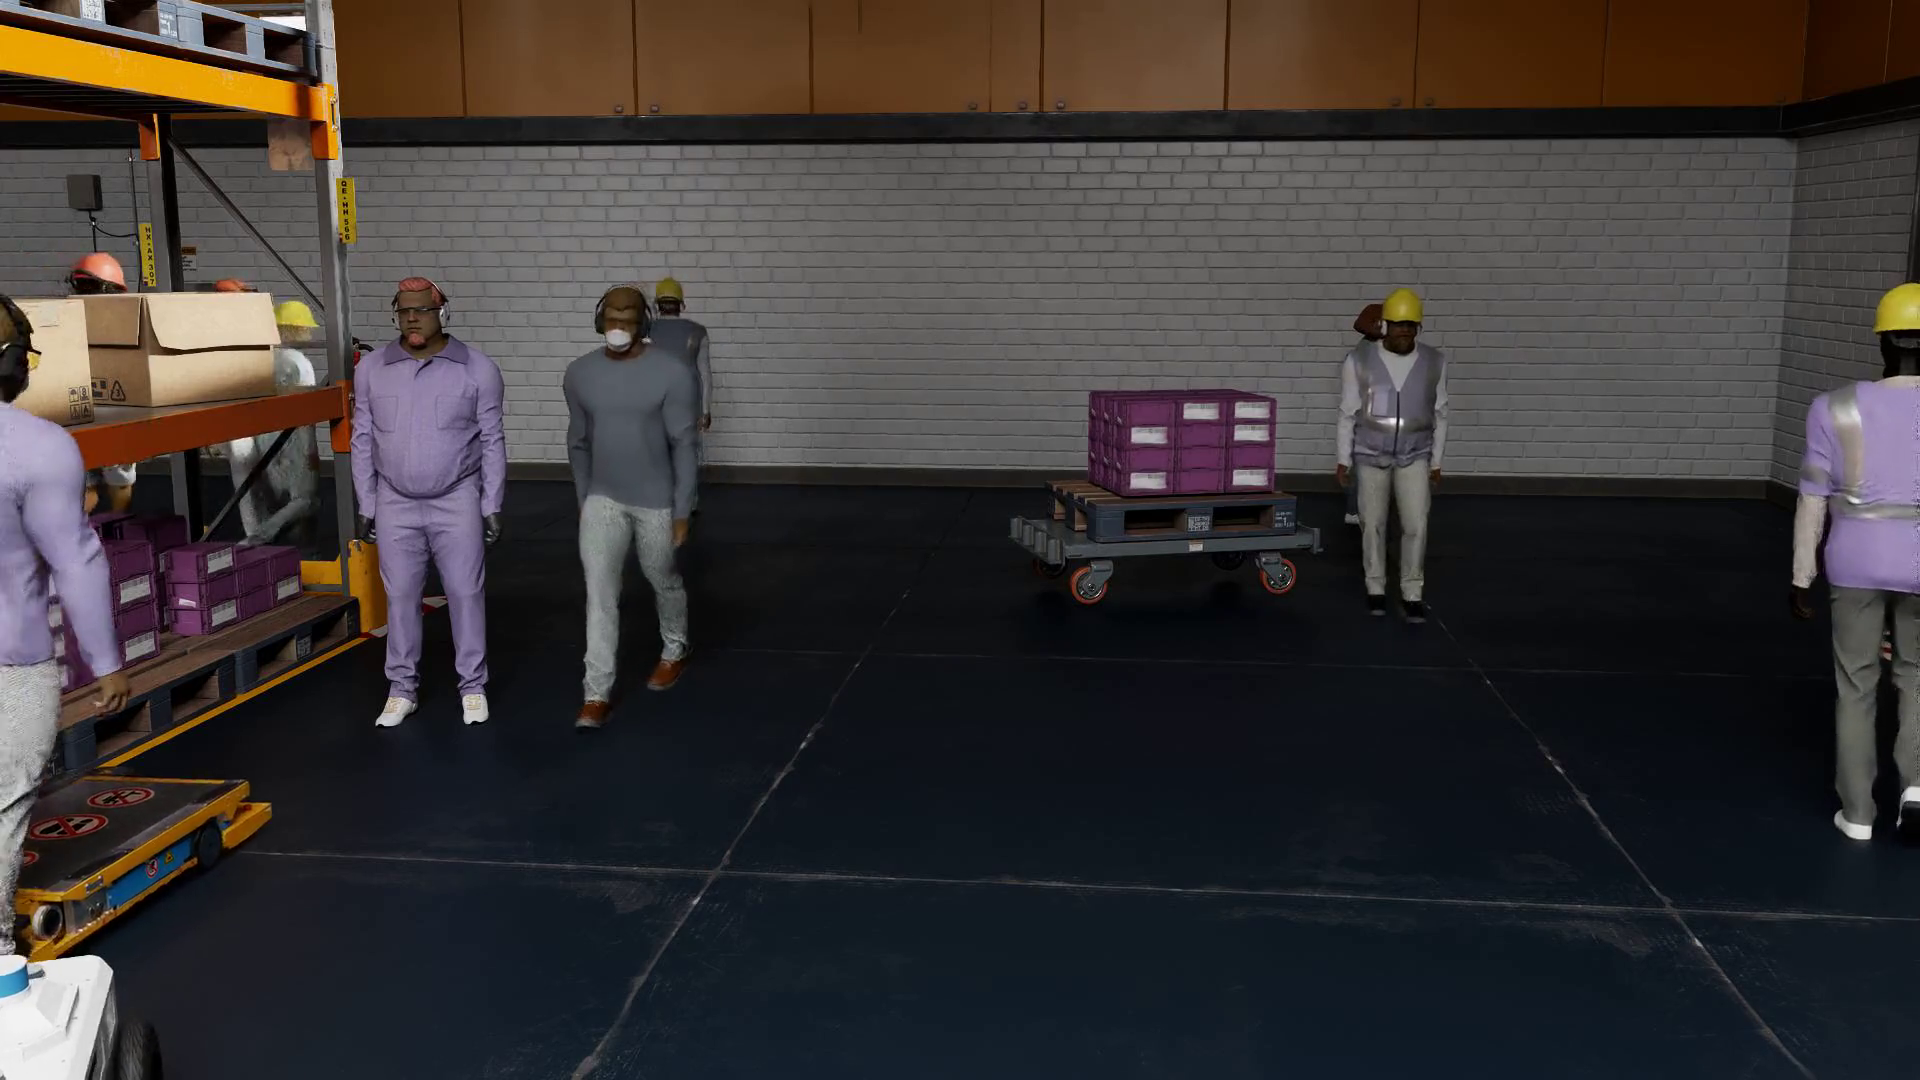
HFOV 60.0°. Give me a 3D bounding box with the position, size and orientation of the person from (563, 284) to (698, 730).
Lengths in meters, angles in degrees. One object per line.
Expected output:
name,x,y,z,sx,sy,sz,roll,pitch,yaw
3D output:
person,-1.428,-0.175,7.302,0.628,1.889,1.045,2,10,9

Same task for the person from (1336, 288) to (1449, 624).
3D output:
person,2.342,-0.447,9.016,0.611,1.806,0.671,2,10,9

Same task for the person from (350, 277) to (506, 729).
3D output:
person,-2.253,-0.151,7.061,0.638,1.909,0.408,-1,10,-7

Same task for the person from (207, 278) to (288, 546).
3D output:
person,-4.508,-0.733,10.576,0.615,1.859,0.623,-5,11,-26

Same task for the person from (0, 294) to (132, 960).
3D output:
person,-2.544,0.310,4.392,0.643,1.913,0.493,3,10,19

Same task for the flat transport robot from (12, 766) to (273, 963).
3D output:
flat transport robot,-2.791,1.003,5.133,0.652,0.197,1.431,1,10,5

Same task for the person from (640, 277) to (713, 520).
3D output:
person,-2.133,-1.024,12.327,0.603,1.836,0.456,-1,10,-7

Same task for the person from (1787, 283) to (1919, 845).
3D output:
person,3.136,0.097,5.621,0.595,1.910,0.463,3,10,16

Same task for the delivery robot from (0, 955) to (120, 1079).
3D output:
delivery robot,-1.971,1.108,3.453,0.477,0.478,0.707,-4,11,-21

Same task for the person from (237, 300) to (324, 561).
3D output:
person,-4.072,-0.580,10.029,0.601,1.721,0.492,-10,14,-43

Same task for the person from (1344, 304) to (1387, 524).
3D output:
person,3.019,-0.926,12.308,0.265,1.628,0.501,3,10,17

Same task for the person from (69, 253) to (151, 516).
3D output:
person,-5.054,-0.655,9.677,0.641,2.018,0.672,1,10,7
